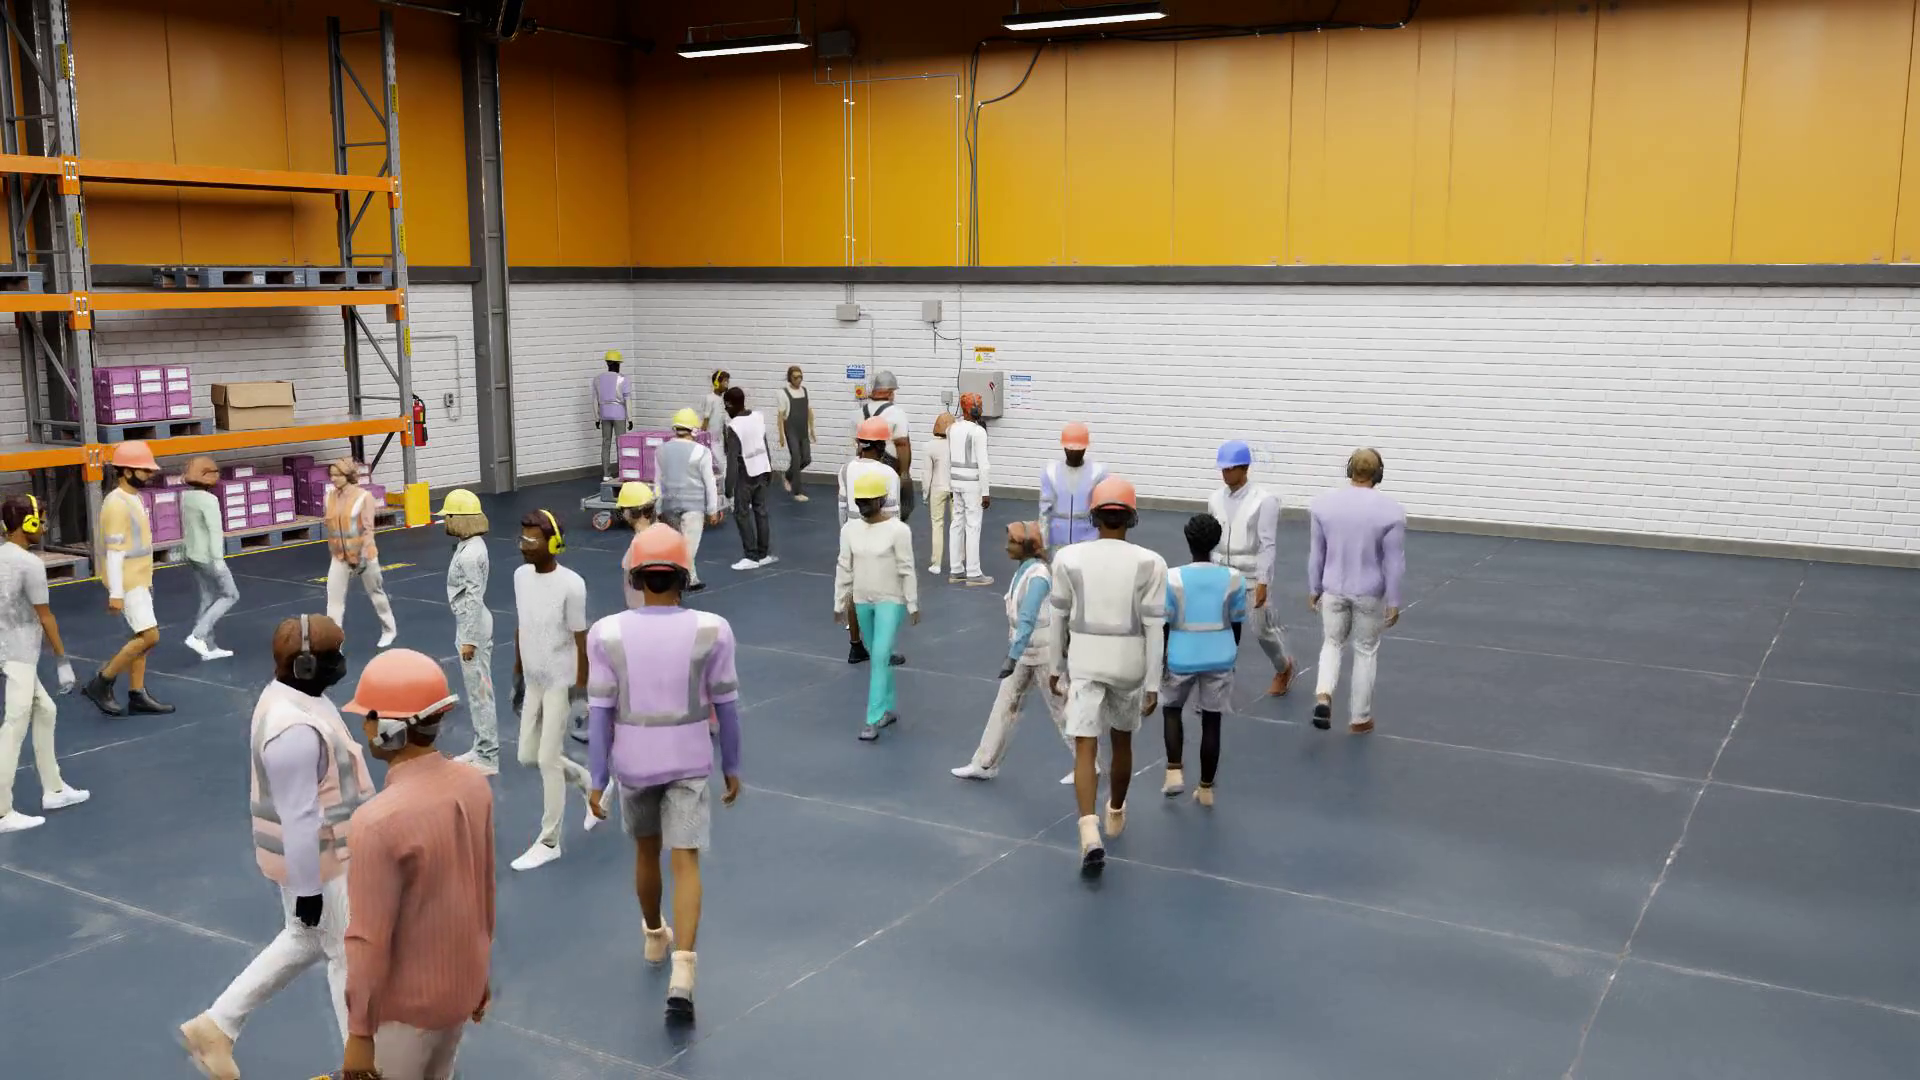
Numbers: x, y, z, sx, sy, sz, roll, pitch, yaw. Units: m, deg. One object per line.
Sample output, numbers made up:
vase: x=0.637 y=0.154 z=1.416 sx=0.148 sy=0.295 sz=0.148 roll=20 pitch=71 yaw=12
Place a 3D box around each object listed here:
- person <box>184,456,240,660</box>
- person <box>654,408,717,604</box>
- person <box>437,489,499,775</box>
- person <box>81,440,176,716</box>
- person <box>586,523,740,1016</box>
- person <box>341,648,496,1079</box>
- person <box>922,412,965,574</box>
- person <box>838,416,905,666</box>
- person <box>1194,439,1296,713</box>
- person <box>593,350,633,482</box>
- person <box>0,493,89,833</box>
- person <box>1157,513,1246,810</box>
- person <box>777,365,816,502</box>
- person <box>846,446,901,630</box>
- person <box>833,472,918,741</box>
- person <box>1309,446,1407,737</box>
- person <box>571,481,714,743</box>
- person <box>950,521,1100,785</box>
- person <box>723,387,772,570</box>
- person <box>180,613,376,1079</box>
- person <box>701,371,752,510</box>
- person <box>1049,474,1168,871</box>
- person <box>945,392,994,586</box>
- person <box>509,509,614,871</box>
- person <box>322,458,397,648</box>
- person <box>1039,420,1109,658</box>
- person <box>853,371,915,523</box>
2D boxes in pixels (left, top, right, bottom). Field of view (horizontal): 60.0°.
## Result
person: x=-5.861 y=0.151 z=12.980 sx=0.518 sy=1.617 sz=0.364 roll=9 pitch=13 yaw=43
person: x=-2.565 y=-0.322 z=15.416 sx=0.606 sy=1.801 sz=0.882 roll=3 pitch=10 yaw=21
person: x=-2.976 y=0.558 z=10.064 sx=0.295 sy=1.743 sz=0.493 roll=-3 pitch=9 yaw=-16
person: x=-5.627 y=0.279 z=11.269 sx=0.503 sy=1.918 sz=0.546 roll=-3 pitch=9 yaw=-17
person: x=-1.230 y=0.937 z=6.925 sx=0.620 sy=2.009 sz=0.997 roll=-1 pitch=9 yaw=-6
person: x=-1.501 y=1.287 z=4.774 sx=0.653 sy=1.982 sz=0.631 roll=2 pitch=9 yaw=12
person: x=-0.139 y=-0.472 z=16.823 sx=0.501 sy=1.636 sz=0.280 roll=-2 pitch=9 yaw=-10
person: x=-0.671 y=0.013 z=12.860 sx=0.552 sy=1.935 sz=0.360 roll=7 pitch=11 yaw=36
person: x=2.018 y=0.233 z=11.633 sx=0.595 sy=1.910 sz=0.948 roll=9 pitch=12 yaw=43
person: x=-5.037 y=-1.799 z=24.210 sx=0.592 sy=1.923 sz=0.381 roll=2 pitch=9 yaw=13
person: x=-5.145 y=0.654 z=9.195 sx=0.677 sy=1.822 sz=0.801 roll=6 pitch=11 yaw=31
person: x=1.358 y=0.690 z=9.428 sx=0.535 sy=1.684 sz=0.375 roll=0 pitch=9 yaw=-1
person: x=-2.216 y=-1.438 z=22.271 sx=0.535 sy=1.826 sz=0.655 roll=-8 pitch=12 yaw=-41
person: x=-0.755 y=-0.044 z=14.141 sx=0.511 sy=1.641 sz=0.307 roll=1 pitch=9 yaw=6
person: x=-0.602 y=0.432 z=10.836 sx=0.553 sy=1.732 sz=0.810 roll=5 pitch=10 yaw=28
person: x=2.552 y=0.354 z=10.780 sx=0.643 sy=1.921 sz=0.531 roll=5 pitch=10 yaw=28
person: x=-2.021 y=0.474 z=10.676 sx=0.922 sy=1.714 sz=0.542 roll=1 pitch=9 yaw=4
person: x=0.434 y=0.677 z=9.805 sx=0.883 sy=1.588 sz=0.521 roll=-2 pitch=9 yaw=-14
person: x=-2.140 y=-0.649 z=17.205 sx=0.382 sy=1.878 sz=0.727 roll=5 pitch=10 yaw=27
person: x=-2.440 y=1.161 z=6.094 sx=0.794 sy=1.820 sz=0.631 roll=-4 pitch=10 yaw=-22
person: x=-3.073 y=-1.229 z=21.029 sx=0.949 sy=1.809 sz=0.562 roll=1 pitch=9 yaw=5
person: x=0.750 y=0.674 z=8.565 sx=0.614 sy=2.012 sz=0.969 roll=1 pitch=9 yaw=7
person: x=0.085 y=-0.497 z=16.212 sx=0.337 sy=1.882 sz=0.583 roll=-7 pitch=12 yaw=-38
person: x=-2.088 y=0.739 z=8.593 sx=0.533 sy=1.857 sz=0.630 roll=7 pitch=12 yaw=38
person: x=-4.814 y=0.129 z=13.224 sx=0.506 sy=1.588 sz=0.892 roll=2 pitch=9 yaw=15
person: x=0.889 y=0.004 z=13.036 sx=0.553 sy=1.905 sz=0.499 roll=2 pitch=9 yaw=11
person: x=-0.769 y=-0.768 z=17.415 sx=0.703 sy=2.000 sz=0.537 roll=8 pitch=12 yaw=40
